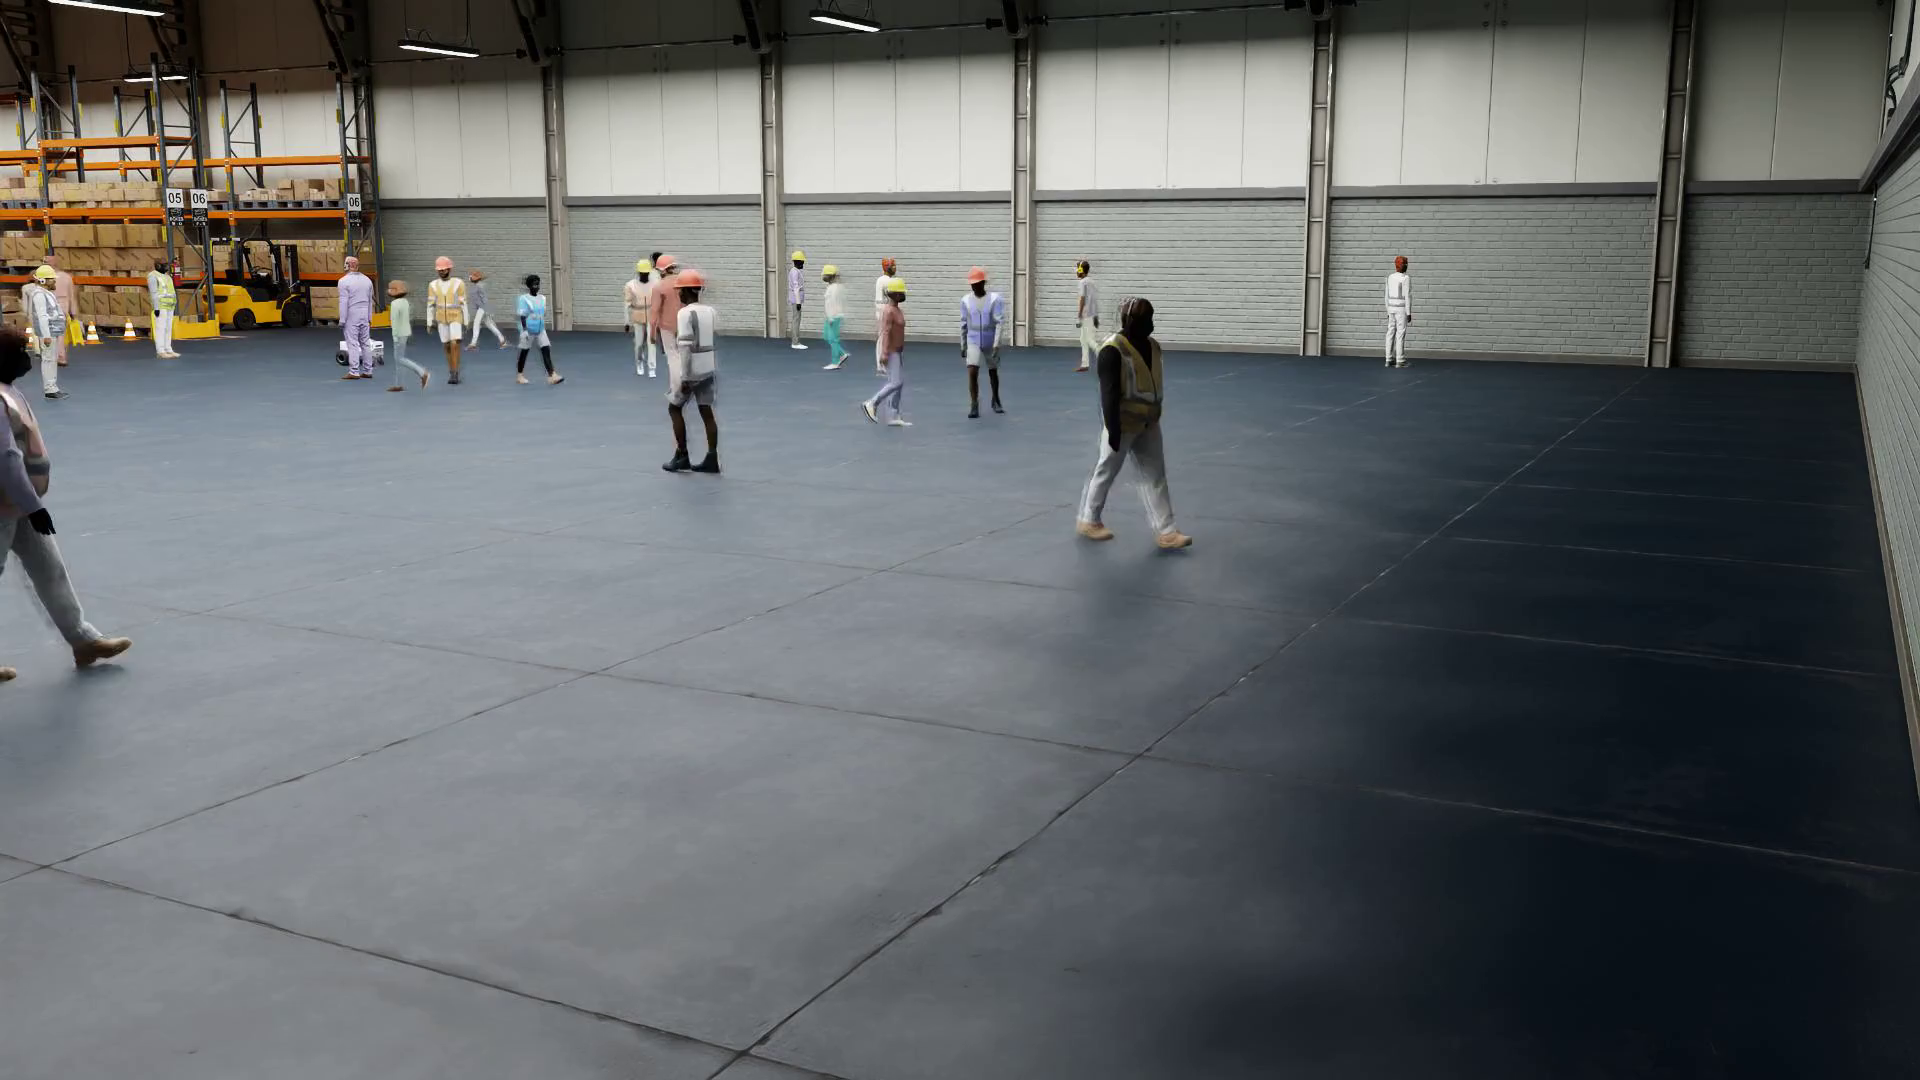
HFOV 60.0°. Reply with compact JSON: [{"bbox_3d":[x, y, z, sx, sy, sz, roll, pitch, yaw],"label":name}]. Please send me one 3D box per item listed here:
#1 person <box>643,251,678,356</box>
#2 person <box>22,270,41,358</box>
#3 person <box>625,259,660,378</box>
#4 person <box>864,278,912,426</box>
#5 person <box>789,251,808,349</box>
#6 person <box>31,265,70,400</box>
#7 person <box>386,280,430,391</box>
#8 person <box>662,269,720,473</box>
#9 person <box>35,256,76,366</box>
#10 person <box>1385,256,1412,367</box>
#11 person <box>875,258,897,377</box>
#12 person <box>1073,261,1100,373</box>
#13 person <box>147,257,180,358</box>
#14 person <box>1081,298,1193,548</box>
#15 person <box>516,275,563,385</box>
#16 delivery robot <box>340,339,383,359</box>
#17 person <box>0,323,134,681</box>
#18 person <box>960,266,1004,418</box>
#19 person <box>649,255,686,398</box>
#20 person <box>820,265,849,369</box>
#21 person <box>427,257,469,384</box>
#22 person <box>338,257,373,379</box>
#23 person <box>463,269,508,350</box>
[{"bbox_3d":[-5.639,-4.371,30.828,0.701,1.948,0.617,-1,10,-3],"label":"person"},{"bbox_3d":[-16.939,-4.159,30.608,0.514,1.608,0.704,-3,11,-16],"label":"person"},{"bbox_3d":[-5.030,-3.537,26.500,0.606,1.884,0.836,-3,11,-14],"label":"person"},{"bbox_3d":[-0.816,-2.194,19.504,0.468,1.755,0.525,3,11,13],"label":"person"},{"bbox_3d":[-3.209,-4.752,32.965,0.370,1.927,0.588,-1,10,-7],"label":"person"},{"bbox_3d":[-12.467,-2.839,22.794,0.404,1.830,0.601,-4,11,-20],"label":"person"},{"bbox_3d":[-7.939,-2.913,23.813,0.645,1.612,0.504,1,10,4],"label":"person"},{"bbox_3d":[-2.580,-1.590,15.743,0.704,1.912,0.582,5,11,25],"label":"person"},{"bbox_3d":[-15.658,-3.934,28.648,0.743,1.880,0.658,5,11,25],"label":"person"},{"bbox_3d":[7.480,-3.880,28.334,0.355,1.883,0.574,-6,12,-28],"label":"person"},{"bbox_3d":[-1.156,-3.528,26.412,0.337,1.882,0.583,-5,11,-25],"label":"person"},{"bbox_3d":[2.179,-3.654,27.274,0.679,1.833,0.537,4,11,21],"label":"person"},{"bbox_3d":[-14.601,-4.258,30.511,0.429,1.839,0.634,0,10,2],"label":"person"},{"bbox_3d":[1.251,-0.842,12.025,0.641,1.793,0.987,-9,14,-41],"label":"person"},{"bbox_3d":[-6.375,-3.144,24.951,0.886,1.639,0.549,7,13,35],"label":"person"},{"bbox_3d":[-10.318,-3.325,28.672,0.707,0.478,0.477,3,11,17],"label":"delivery robot"},{"bbox_3d":[-4.704,-0.180,8.373,0.901,1.805,0.637,-3,11,-17],"label":"person"},{"bbox_3d":[0.297,-2.475,20.729,0.563,1.883,0.911,2,11,9],"label":"person"},{"bbox_3d":[-3.994,-2.896,22.707,0.693,1.969,0.642,8,13,38],"label":"person"},{"bbox_3d":[-2.140,-3.726,27.858,0.394,1.755,0.524,-2,11,-10],"label":"person"},{"bbox_3d":[-7.728,-3.277,24.971,0.582,1.906,0.823,0,10,1],"label":"person"},{"bbox_3d":[-9.467,-3.462,25.989,0.409,1.907,0.651,5,11,25],"label":"person"},{"bbox_3d":[-9.390,-4.555,32.837,0.873,1.584,0.507,-6,12,-28],"label":"person"}]
